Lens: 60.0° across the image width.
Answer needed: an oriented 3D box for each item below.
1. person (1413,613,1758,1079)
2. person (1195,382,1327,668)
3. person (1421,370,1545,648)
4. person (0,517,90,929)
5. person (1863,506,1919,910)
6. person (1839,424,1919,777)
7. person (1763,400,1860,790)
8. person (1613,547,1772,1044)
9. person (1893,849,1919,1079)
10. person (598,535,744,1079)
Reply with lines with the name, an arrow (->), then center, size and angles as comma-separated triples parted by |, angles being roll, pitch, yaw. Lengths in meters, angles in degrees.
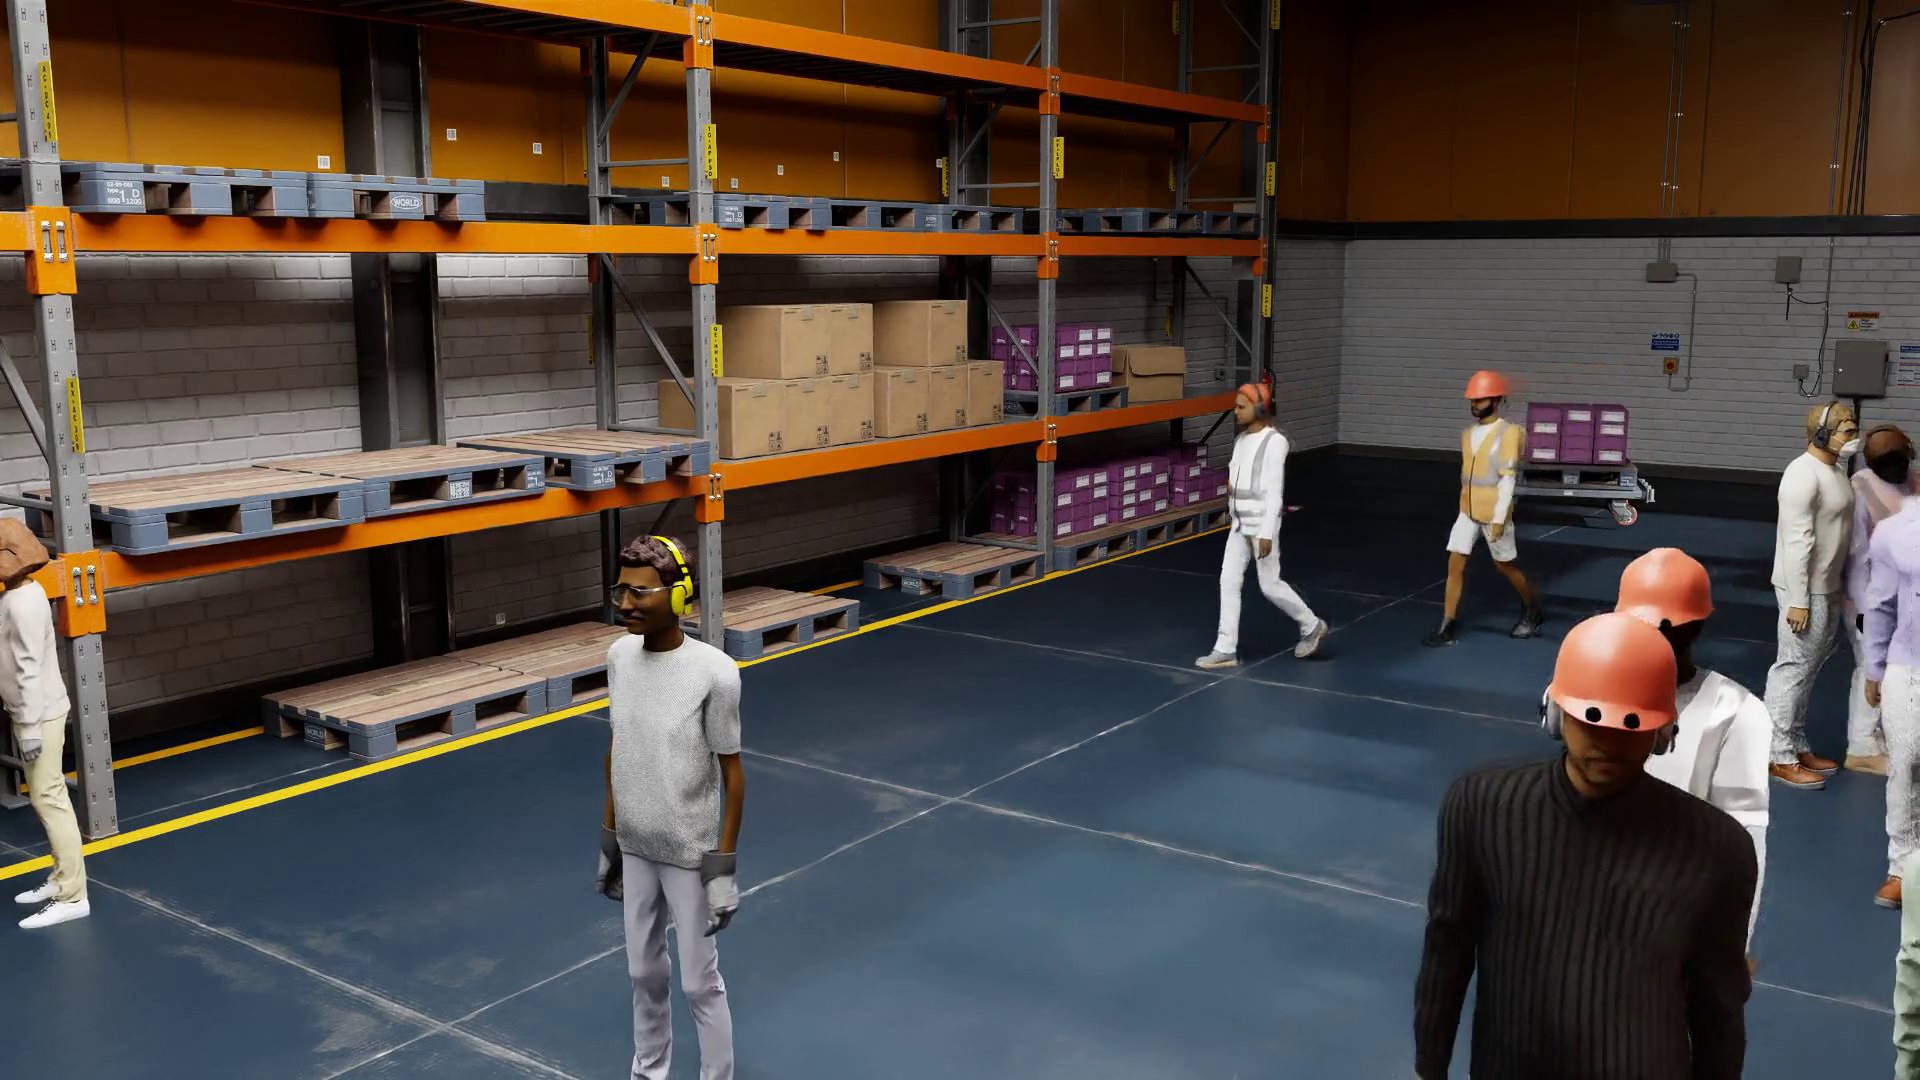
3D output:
person -> 1.271, 1.081, 3.425 | 0.625, 1.968, 0.801 | 5, 11, 27
person -> 1.980, -0.093, 10.749 | 0.852, 1.862, 0.574 | -4, 10, -22
person -> 3.631, -0.217, 11.382 | 0.981, 1.905, 0.546 | -5, 11, -29
person -> -3.703, 0.715, 6.625 | 0.283, 1.626, 0.504 | -6, 11, -32
person -> 4.025, 0.535, 6.784 | 0.606, 1.926, 0.639 | -9, 13, -43
person -> 4.765, 0.296, 8.580 | 0.664, 1.805, 0.487 | -6, 11, -34
person -> 4.283, 0.265, 8.366 | 0.357, 1.937, 0.637 | 8, 12, 40
person -> 1.926, 0.936, 4.555 | 0.560, 1.884, 1.037 | 9, 13, 43
person -> 2.387, 1.210, 3.759 | 0.515, 1.592, 0.841 | 7, 12, 34
person -> -0.846, 0.904, 4.761 | 0.512, 1.873, 0.329 | 6, 11, 31
